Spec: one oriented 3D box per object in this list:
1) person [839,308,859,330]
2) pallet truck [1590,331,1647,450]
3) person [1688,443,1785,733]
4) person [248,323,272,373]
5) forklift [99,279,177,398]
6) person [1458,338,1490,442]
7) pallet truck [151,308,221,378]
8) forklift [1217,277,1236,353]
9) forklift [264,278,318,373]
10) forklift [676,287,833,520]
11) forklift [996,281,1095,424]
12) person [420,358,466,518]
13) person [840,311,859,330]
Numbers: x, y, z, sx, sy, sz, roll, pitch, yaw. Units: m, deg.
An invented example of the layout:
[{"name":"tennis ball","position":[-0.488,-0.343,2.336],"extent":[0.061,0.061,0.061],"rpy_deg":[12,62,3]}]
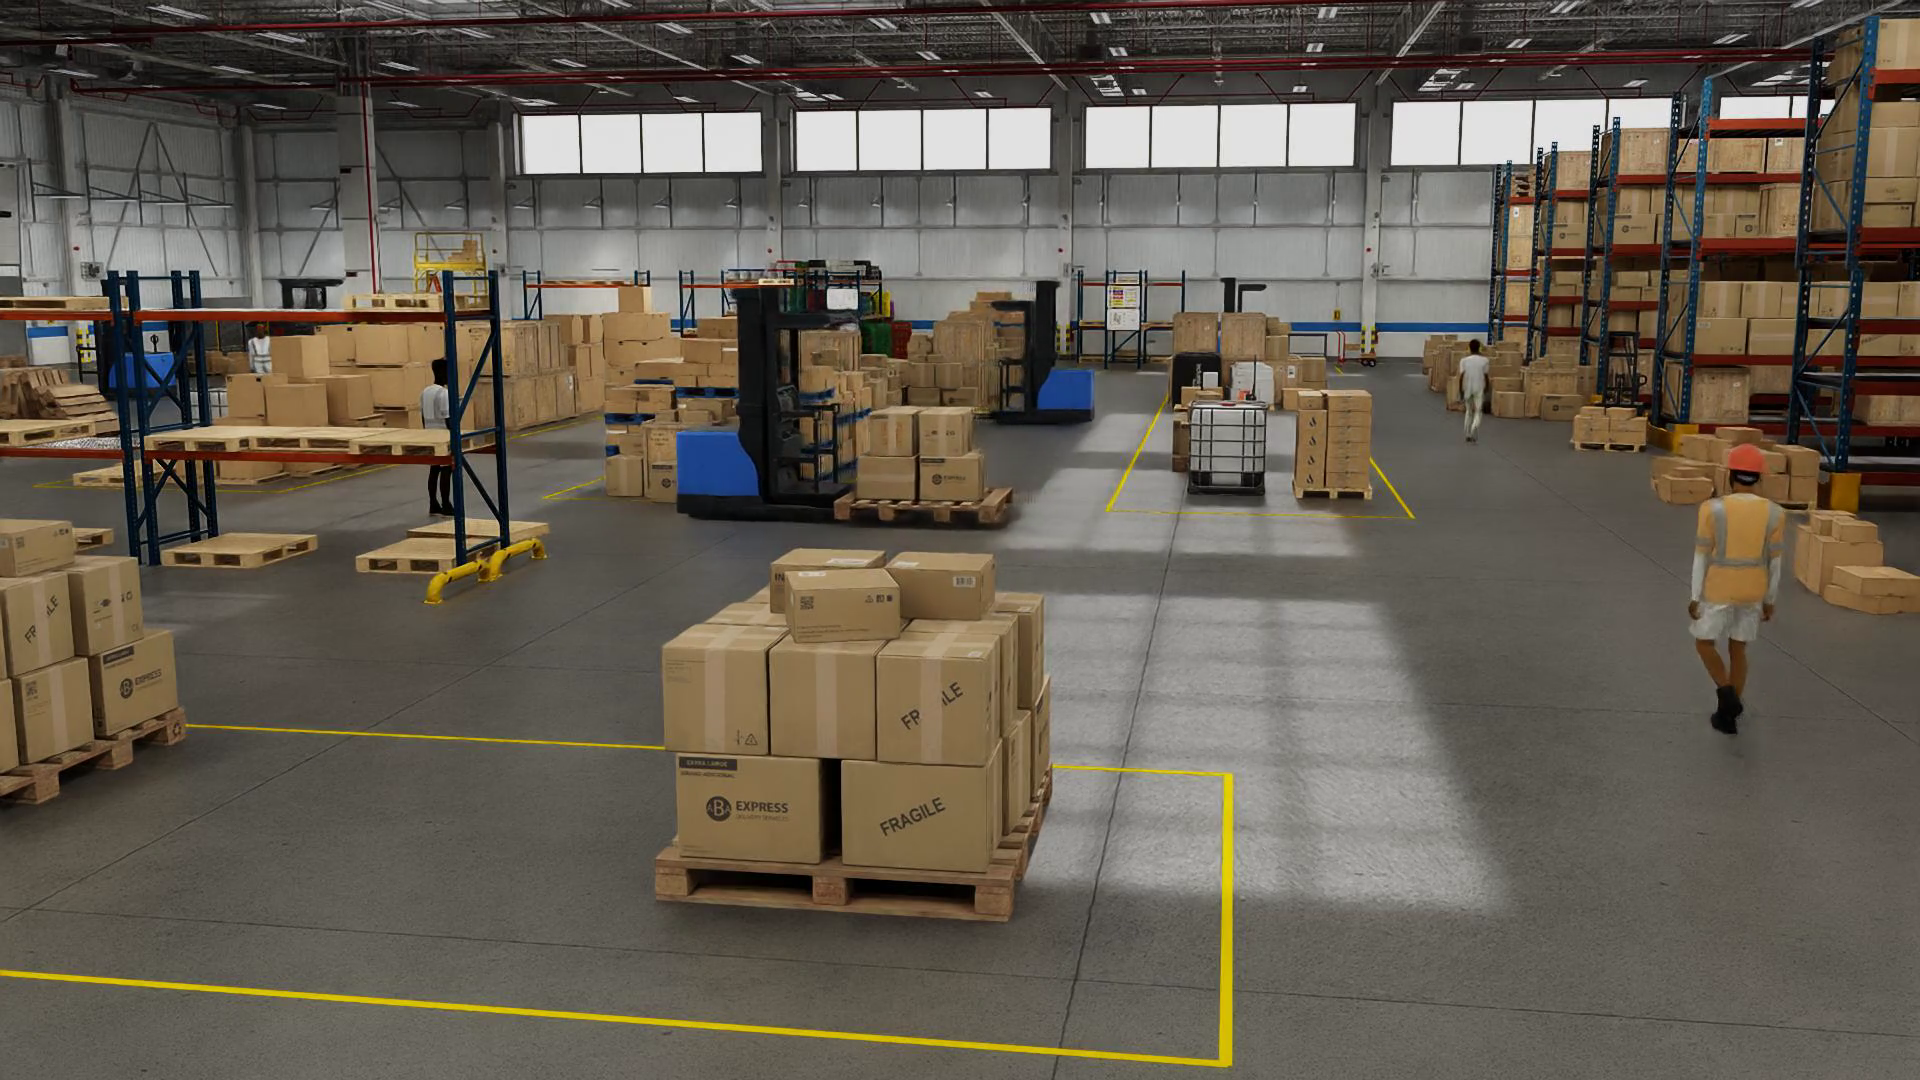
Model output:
[{"name":"person","position":[-3.390,-6.174,50.977],"extent":[0.639,1.911,0.800],"rpy_deg":[-1,9,-4]},{"name":"pallet truck","position":[11.253,-2.573,28.499],"extent":[0.823,1.965,1.885],"rpy_deg":[5,10,27]},{"name":"person","position":[5.039,0.335,10.795],"extent":[0.560,1.918,0.499],"rpy_deg":[1,9,5]},{"name":"person","position":[-15.506,-3.891,37.022],"extent":[0.601,1.866,0.653],"rpy_deg":[-4,10,-22]},{"name":"forklift","position":[-19.606,-4.720,39.027],"extent":[1.873,2.768,1.129],"rpy_deg":[1,9,9]},{"name":"person","position":[9.033,-2.619,29.234],"extent":[0.533,1.850,0.614],"rpy_deg":[4,10,23]},{"name":"pallet truck","position":[-21.869,-5.598,47.154],"extent":[0.823,1.965,1.885],"rpy_deg":[4,10,26]},{"name":"forklift","position":[7.804,-6.235,48.366],"extent":[1.873,2.768,1.129],"rpy_deg":[1,9,9]},{"name":"forklift","position":[-16.879,-5.303,42.619],"extent":[1.873,2.768,1.129],"rpy_deg":[5,10,28]},{"name":"forklift","position":[-2.478,-1.707,20.439],"extent":[1.873,2.768,1.129],"rpy_deg":[1,9,9]},{"name":"forklift","position":[1.725,-3.739,32.974],"extent":[1.873,2.768,1.129],"rpy_deg":[1,9,9]},{"name":"person","position":[-6.365,-1.247,20.439],"extent":[0.611,1.956,0.383],"rpy_deg":[8,12,42]},{"name":"person","position":[-3.005,-5.223,45.073],"extent":[0.545,1.930,0.388],"rpy_deg":[-4,10,-24]}]
